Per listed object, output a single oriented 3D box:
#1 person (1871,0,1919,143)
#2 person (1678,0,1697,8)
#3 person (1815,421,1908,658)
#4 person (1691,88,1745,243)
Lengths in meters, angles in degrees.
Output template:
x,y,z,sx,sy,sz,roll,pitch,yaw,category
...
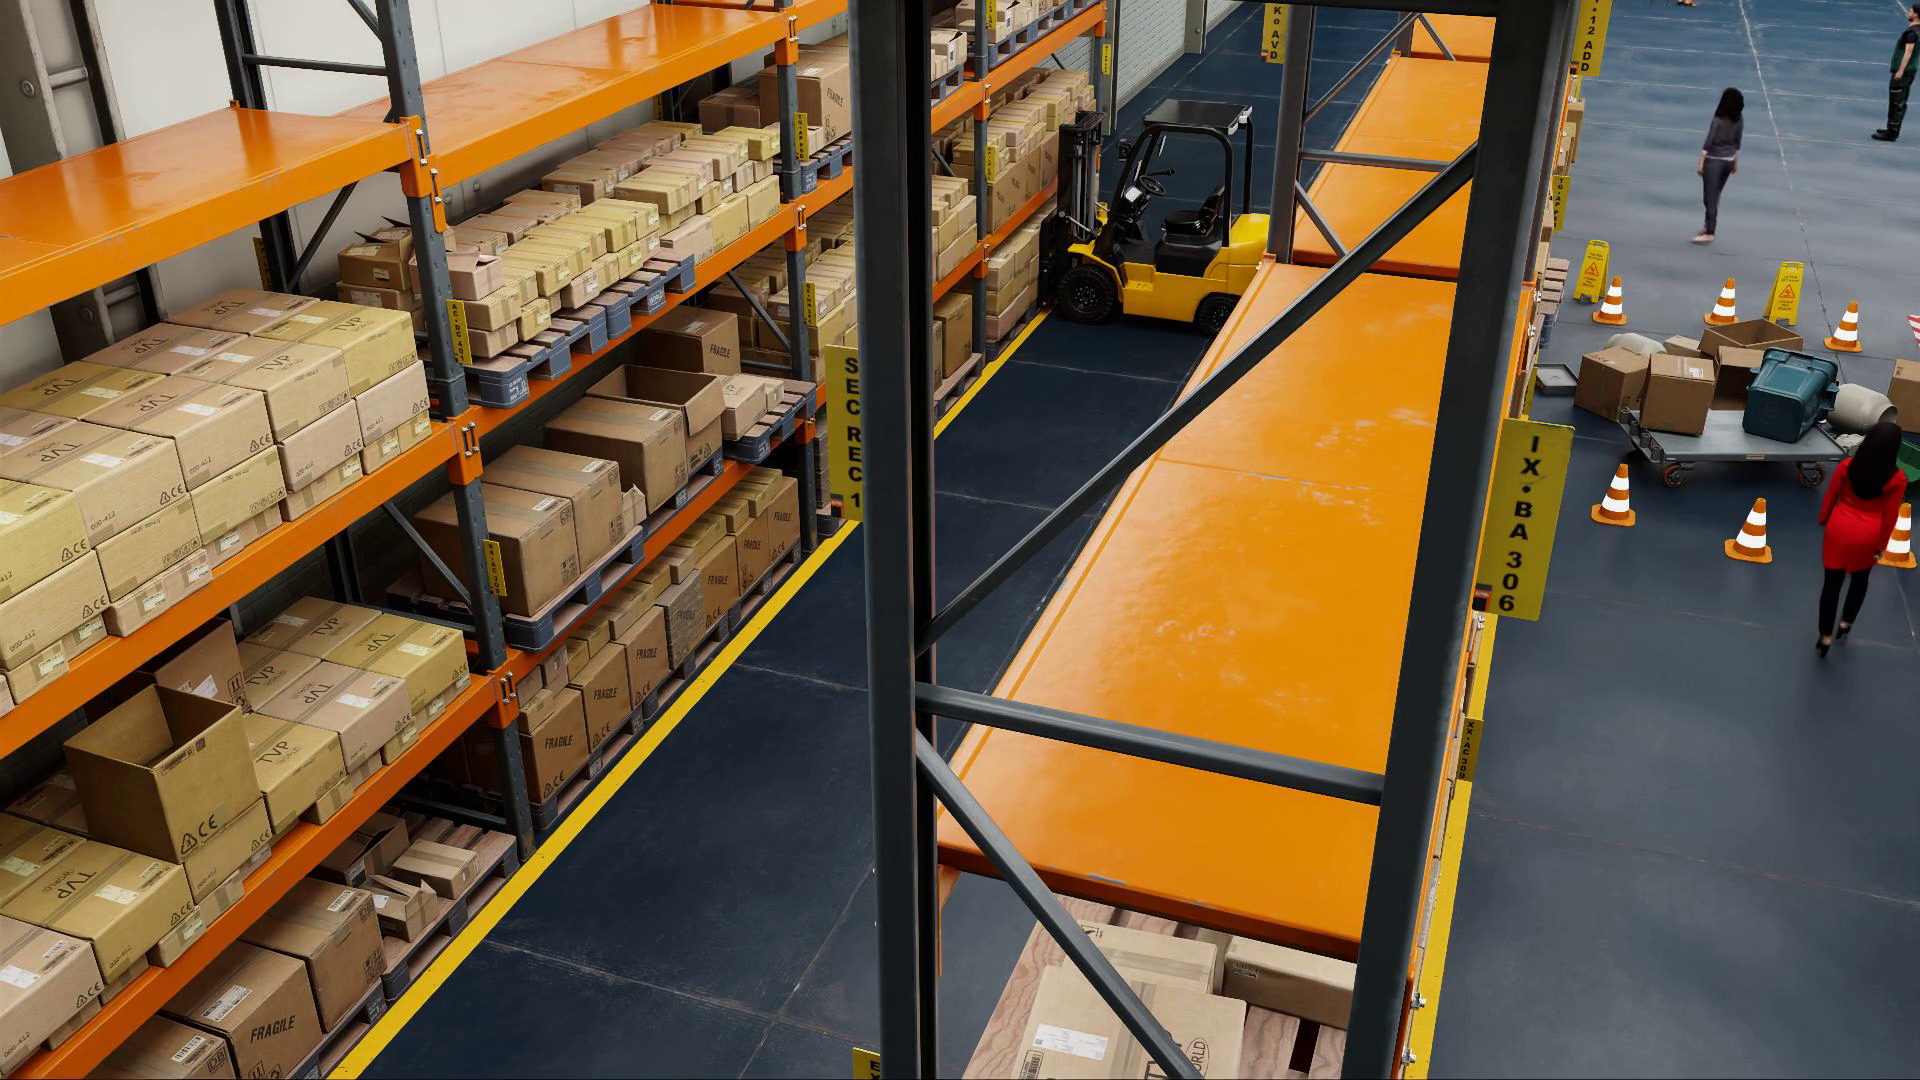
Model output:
x,y,z,sx,sy,sz,roll,pitch,yaw,category
13.435,-6.658,23.648,0.815,1.900,0.661,23,35,36,person
14.472,-11.423,32.805,0.763,1.702,0.679,-8,29,-15,person
6.040,0.023,11.278,0.685,1.736,0.759,15,32,27,person
8.942,-4.387,19.567,0.869,1.727,0.936,-10,30,-19,person
